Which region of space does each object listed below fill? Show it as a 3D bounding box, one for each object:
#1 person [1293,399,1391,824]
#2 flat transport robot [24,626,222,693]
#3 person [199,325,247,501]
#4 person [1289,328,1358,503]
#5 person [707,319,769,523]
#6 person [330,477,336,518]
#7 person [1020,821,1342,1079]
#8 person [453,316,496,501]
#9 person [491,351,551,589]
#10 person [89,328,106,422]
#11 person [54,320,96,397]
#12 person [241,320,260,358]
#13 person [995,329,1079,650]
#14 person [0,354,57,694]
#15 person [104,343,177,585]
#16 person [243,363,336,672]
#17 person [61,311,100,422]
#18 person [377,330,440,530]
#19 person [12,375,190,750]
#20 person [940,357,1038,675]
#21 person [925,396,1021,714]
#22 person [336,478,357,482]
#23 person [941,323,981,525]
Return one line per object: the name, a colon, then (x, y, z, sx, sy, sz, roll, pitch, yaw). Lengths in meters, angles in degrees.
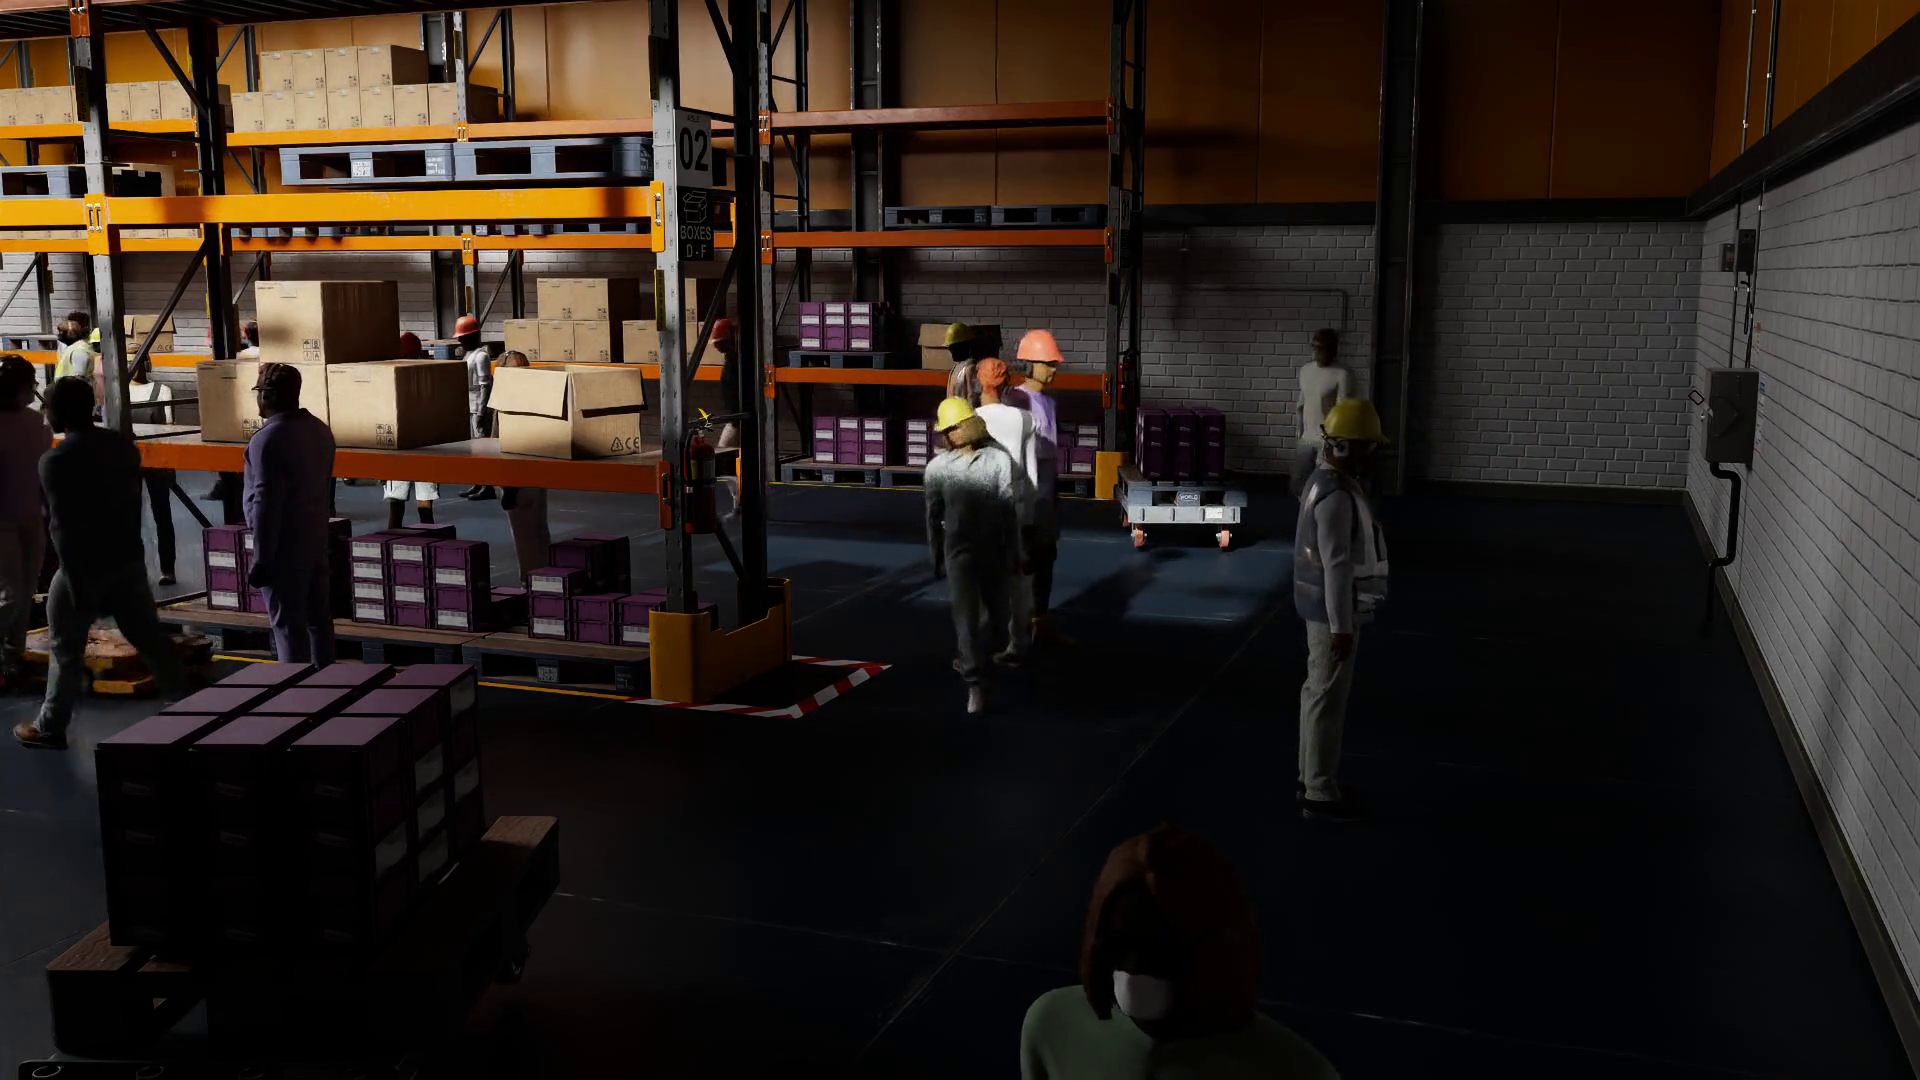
person: (1.653, 0.299, 7.239, 0.403, 1.828, 0.598, 1, 9, 8)
flat transport robot: (-5.128, 0.681, 9.724, 1.431, 0.197, 0.652, 3, 10, 20)
person: (-7.465, -1.321, 17.287, 0.966, 1.876, 0.577, 1, 9, 8)
person: (2.997, -0.794, 13.810, 0.427, 1.925, 0.658, -5, 11, -31)
person: (-2.091, -1.124, 15.810, 0.549, 1.943, 0.750, 2, 9, 12)
person: (-6.299, -1.223, 16.137, 0.537, 2.000, 0.679, -3, 9, -17)
person: (0.288, 1.182, 2.338, 0.502, 1.627, 0.273, 6, 11, 31)
person: (-5.098, -1.376, 17.453, 0.374, 1.928, 0.543, -6, 11, -32)
person: (-3.048, -0.391, 11.554, 0.430, 1.838, 0.623, 1, 9, 4)
person: (-9.822, -1.566, 19.196, 0.531, 1.760, 0.355, 7, 11, 38)
person: (-10.374, -1.652, 19.486, 0.463, 1.837, 0.648, -7, 11, -37)
person: (-7.598, -1.454, 18.108, 0.513, 1.877, 0.328, 1, 9, 9)
person: (0.425, -0.303, 10.427, 0.597, 2.029, 0.622, 4, 10, 26)
person: (-5.310, -0.079, 9.332, 0.435, 1.920, 0.644, 3, 9, 17)
person: (-6.215, -0.568, 12.638, 0.505, 1.846, 0.345, -2, 9, -12)
person: (-3.508, 0.033, 8.671, 0.410, 1.909, 0.643, 1, 9, 7)
person: (-10.731, -1.844, 20.447, 0.977, 1.910, 0.614, -7, 12, -39)
person: (-4.184, -0.621, 12.671, 0.545, 1.941, 0.351, -5, 10, -28)
person: (-4.195, 0.140, 8.127, 1.056, 1.888, 0.640, 3, 9, 17)
person: (0.186, -0.139, 9.835, 0.588, 1.882, 0.353, -5, 11, -31)
person: (0.068, 0.061, 9.090, 0.514, 1.715, 0.535, -2, 9, -11)
person: (-7.250, -1.441, 18.875, 0.619, 1.613, 0.529, -2, 9, -10)
person: (0.021, -1.050, 15.424, 0.373, 1.921, 0.585, -2, 9, -15)
